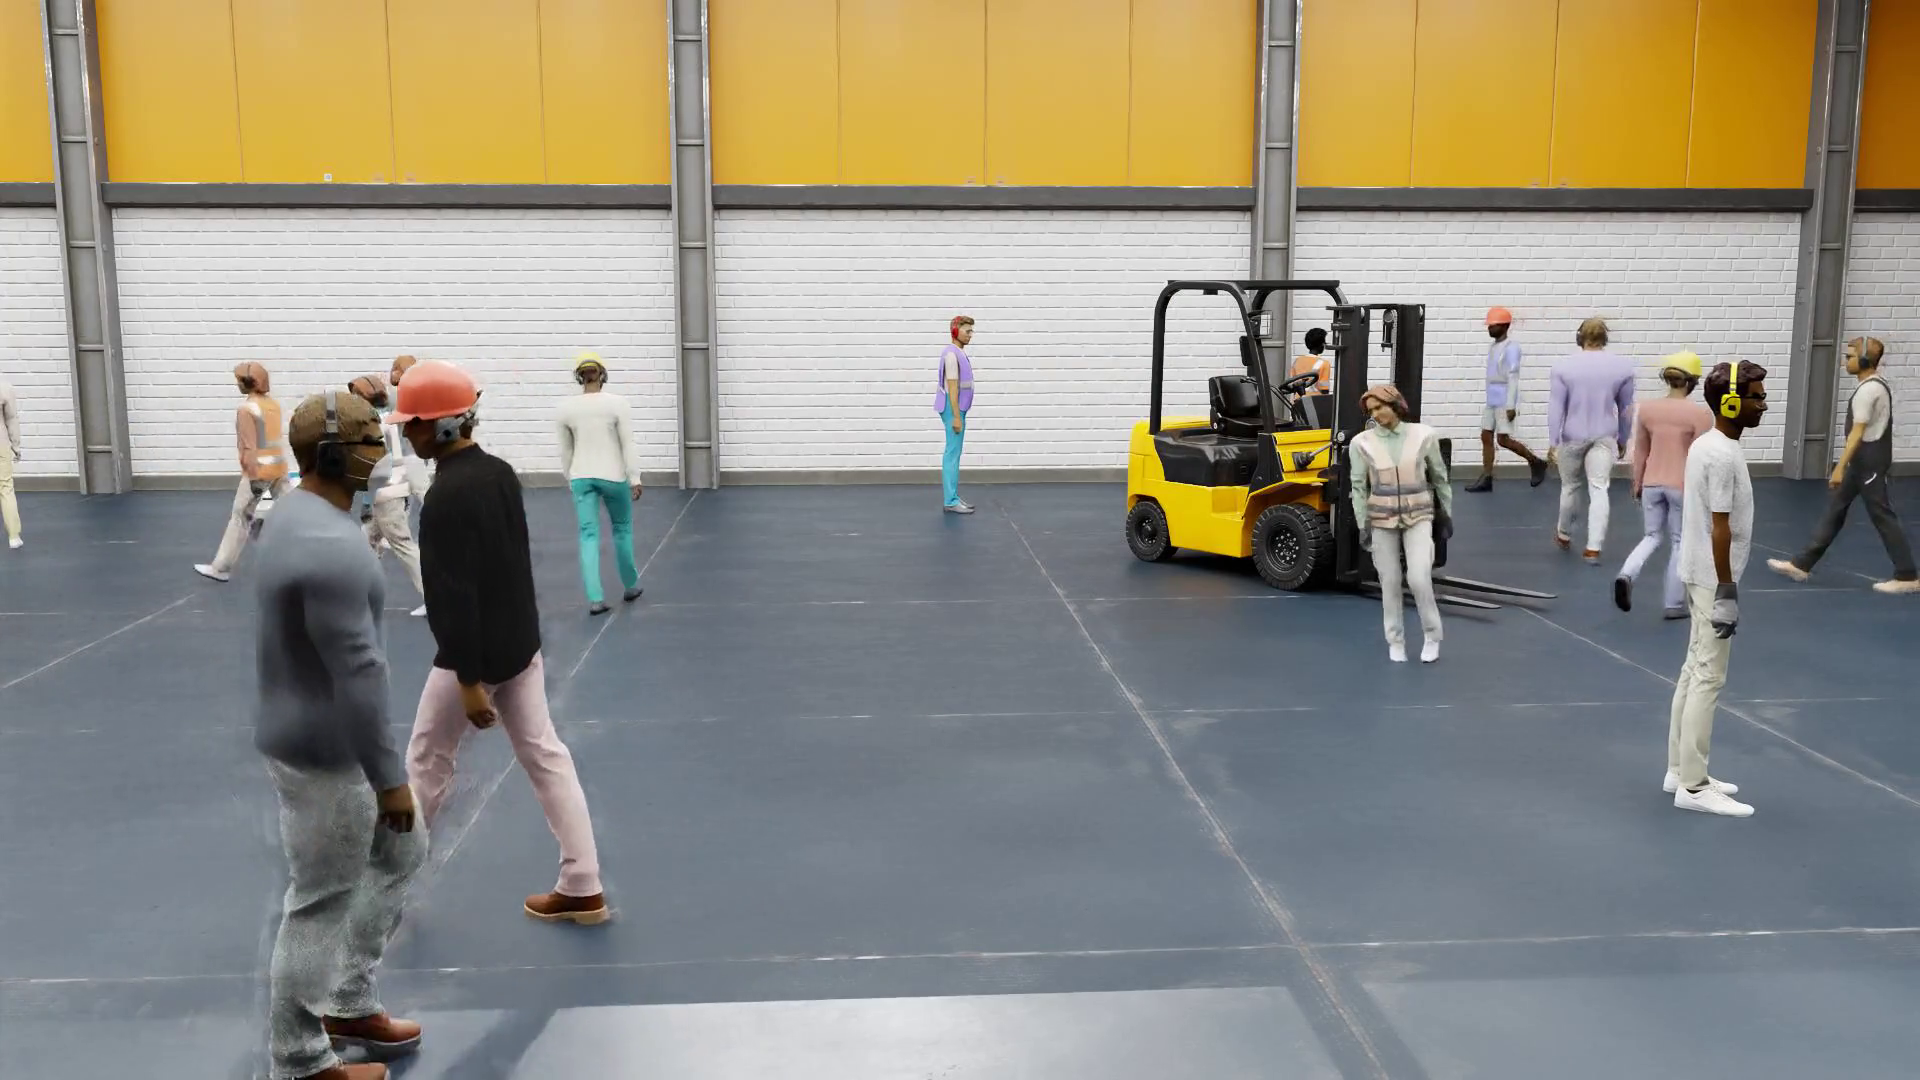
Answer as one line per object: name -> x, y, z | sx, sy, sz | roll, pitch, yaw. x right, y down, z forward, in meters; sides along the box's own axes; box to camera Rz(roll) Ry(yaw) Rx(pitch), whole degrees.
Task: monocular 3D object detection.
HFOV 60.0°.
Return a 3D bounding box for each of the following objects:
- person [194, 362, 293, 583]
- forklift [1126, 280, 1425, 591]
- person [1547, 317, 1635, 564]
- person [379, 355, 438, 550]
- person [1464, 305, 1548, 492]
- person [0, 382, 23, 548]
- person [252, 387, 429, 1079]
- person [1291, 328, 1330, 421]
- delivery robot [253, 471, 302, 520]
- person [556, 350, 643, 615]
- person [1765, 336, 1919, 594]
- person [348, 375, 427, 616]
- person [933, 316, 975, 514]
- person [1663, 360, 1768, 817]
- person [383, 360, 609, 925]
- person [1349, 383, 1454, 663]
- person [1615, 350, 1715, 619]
person -> -5.045, -0.467, 11.893 | 0.855, 1.595, 0.515 | 2, 9, 10
forklift -> 2.301, -0.860, 12.475 | 1.214, 2.155, 2.313 | -6, 11, -35
person -> 4.917, -0.790, 13.011 | 0.651, 1.884, 1.012 | 2, 9, 11
person -> -4.363, -0.666, 13.177 | 0.885, 1.578, 0.513 | 3, 9, 16
person -> 5.577, -1.422, 16.895 | 0.748, 1.915, 0.550 | -1, 9, -7
person -> -7.857, -0.729, 13.411 | 0.504, 1.631, 0.280 | -6, 11, -35
person -> -1.627, 0.561, 4.421 | 0.585, 1.921, 0.646 | -4, 10, -25
person -> 3.547, -1.301, 16.835 | 0.321, 1.690, 0.532 | -5, 10, -29
delivery robot -> -5.635, -0.343, 14.070 | 0.707, 0.478, 0.477 | -1, 9, -8
person -> -2.361, -0.396, 11.067 | 0.582, 1.707, 0.820 | 0, 9, 3
person -> 6.298, -0.530, 11.680 | 1.012, 1.787, 0.529 | 5, 11, 31
person -> -3.735, -0.272, 10.696 | 0.875, 1.577, 0.550 | -1, 9, -9
person -> -0.047, -1.171, 15.543 | 0.390, 1.838, 0.563 | 1, 9, 4
person -> 3.147, 0.192, 6.888 | 0.322, 1.871, 0.531 | 2, 9, 15
person -> -1.692, 0.361, 5.605 | 1.056, 1.924, 0.635 | 2, 9, 12
person -> 2.499, -0.078, 9.452 | 0.590, 1.600, 0.425 | 2, 9, 15
person -> 4.489, -0.337, 10.601 | 0.567, 1.747, 0.535 | -7, 11, -35
